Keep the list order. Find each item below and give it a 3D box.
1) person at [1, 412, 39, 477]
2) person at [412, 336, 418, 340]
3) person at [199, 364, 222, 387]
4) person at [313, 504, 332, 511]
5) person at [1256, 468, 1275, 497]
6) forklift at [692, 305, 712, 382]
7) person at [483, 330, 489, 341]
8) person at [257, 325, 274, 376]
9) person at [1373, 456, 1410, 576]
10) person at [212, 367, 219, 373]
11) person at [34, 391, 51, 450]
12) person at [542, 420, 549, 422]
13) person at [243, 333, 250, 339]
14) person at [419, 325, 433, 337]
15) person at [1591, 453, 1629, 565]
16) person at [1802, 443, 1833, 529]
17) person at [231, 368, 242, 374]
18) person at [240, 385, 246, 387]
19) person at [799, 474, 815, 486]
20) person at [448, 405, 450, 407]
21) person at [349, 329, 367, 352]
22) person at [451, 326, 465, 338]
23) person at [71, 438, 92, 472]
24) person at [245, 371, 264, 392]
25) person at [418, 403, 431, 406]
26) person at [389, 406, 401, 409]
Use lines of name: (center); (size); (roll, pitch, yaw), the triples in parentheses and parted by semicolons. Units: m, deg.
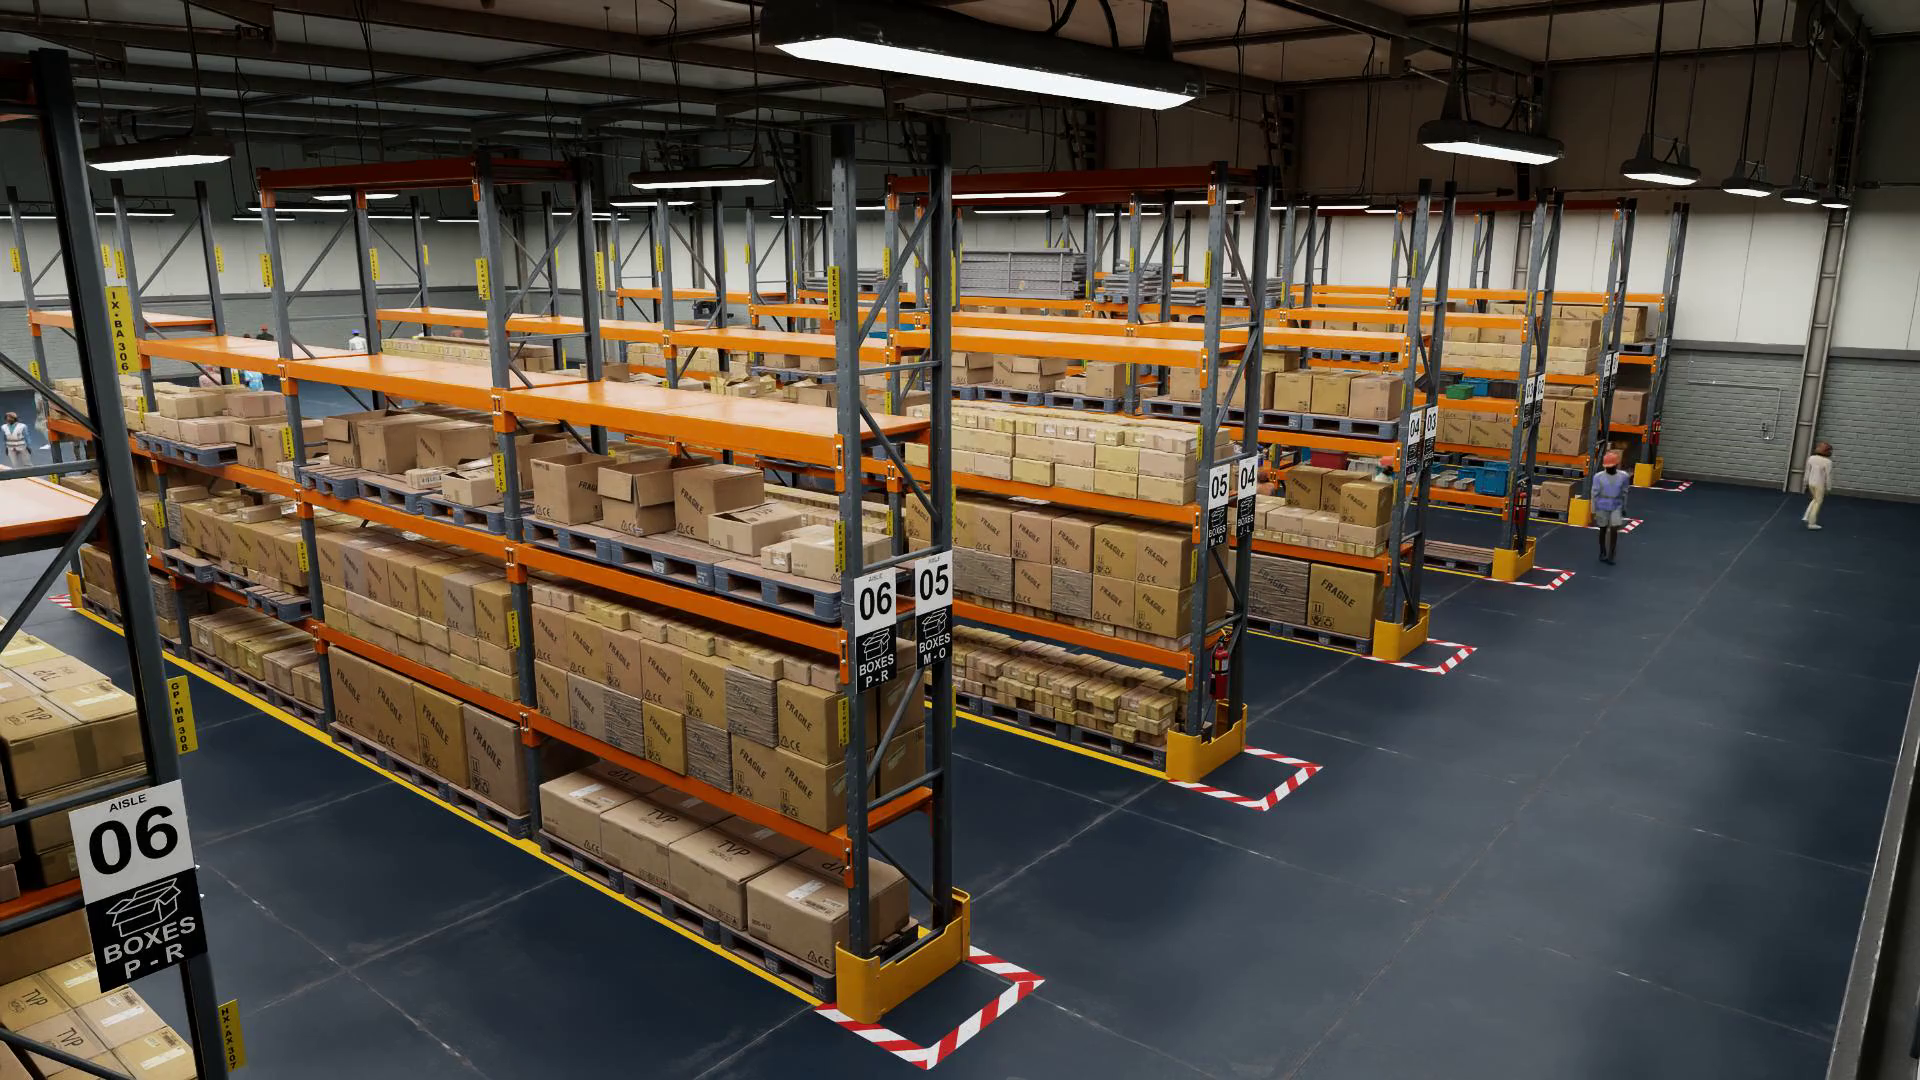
person: (-20.541, -2.003, 27.493); (0.521, 1.622, 0.567); (-2, 14, -10)
person: (-19.062, -6.182, 44.080); (0.778, 1.901, 0.613); (-2, 14, -7)
person: (-20.748, -3.948, 34.937); (0.529, 1.886, 0.671); (10, 17, 37)
person: (-12.360, -1.290, 24.165); (0.598, 1.813, 0.596); (2, 14, 7)
person: (4.991, -0.376, 20.773); (0.598, 1.628, 0.427); (-6, 15, -23)
forklift: (-9.511, -7.392, 47.124); (1.873, 2.768, 1.129); (11, 17, 38)
person: (-17.710, -6.908, 47.132); (0.877, 1.869, 0.677); (0, 14, -1)
person: (-26.843, -7.332, 48.737); (0.617, 1.958, 0.993); (-10, 17, -34)
person: (6.849, -0.400, 20.224); (1.049, 1.933, 0.643); (11, 18, 38)
person: (-21.601, -4.248, 36.716); (0.559, 1.617, 0.495); (-4, 14, -18)
person: (-23.401, -3.228, 32.053); (0.376, 1.851, 0.517); (-13, 19, -43)
person: (-10.040, -2.953, 30.842); (0.736, 1.895, 0.626); (-7, 15, -27)
person: (-25.997, -6.634, 46.081); (0.624, 1.844, 0.430); (-9, 16, -33)
person: (-21.523, -7.778, 50.805); (0.593, 1.832, 0.403); (-13, 19, -43)
person: (10.748, -0.527, 20.883); (0.573, 1.874, 0.756); (5, 14, 19)
person: (15.982, -1.009, 23.402); (0.352, 1.621, 0.537); (-2, 14, -8)
person: (-24.548, -5.781, 42.502); (0.323, 1.876, 0.528); (10, 17, 37)
person: (-17.034, -2.749, 29.991); (0.624, 1.905, 0.652); (10, 17, 36)
person: (-3.057, -1.522, 25.101); (0.657, 1.831, 0.332); (6, 15, 24)
person: (-13.620, -3.767, 34.339); (0.590, 1.825, 1.028); (-2, 14, -10)
person: (-22.424, -6.881, 46.932); (0.628, 1.920, 0.473); (-10, 17, -36)
person: (-21.109, -8.278, 53.010); (0.523, 1.766, 0.315); (-5, 14, -18)
person: (-20.239, -2.511, 28.967); (0.551, 1.921, 0.483); (-8, 16, -29)
person: (-21.378, -4.632, 38.186); (0.695, 1.673, 0.534); (11, 18, 39)
person: (-13.420, -3.139, 31.842); (0.531, 1.801, 1.024); (-8, 16, -31)
person: (-16.625, -4.421, 36.776); (0.634, 1.937, 0.355); (-8, 16, -30)
